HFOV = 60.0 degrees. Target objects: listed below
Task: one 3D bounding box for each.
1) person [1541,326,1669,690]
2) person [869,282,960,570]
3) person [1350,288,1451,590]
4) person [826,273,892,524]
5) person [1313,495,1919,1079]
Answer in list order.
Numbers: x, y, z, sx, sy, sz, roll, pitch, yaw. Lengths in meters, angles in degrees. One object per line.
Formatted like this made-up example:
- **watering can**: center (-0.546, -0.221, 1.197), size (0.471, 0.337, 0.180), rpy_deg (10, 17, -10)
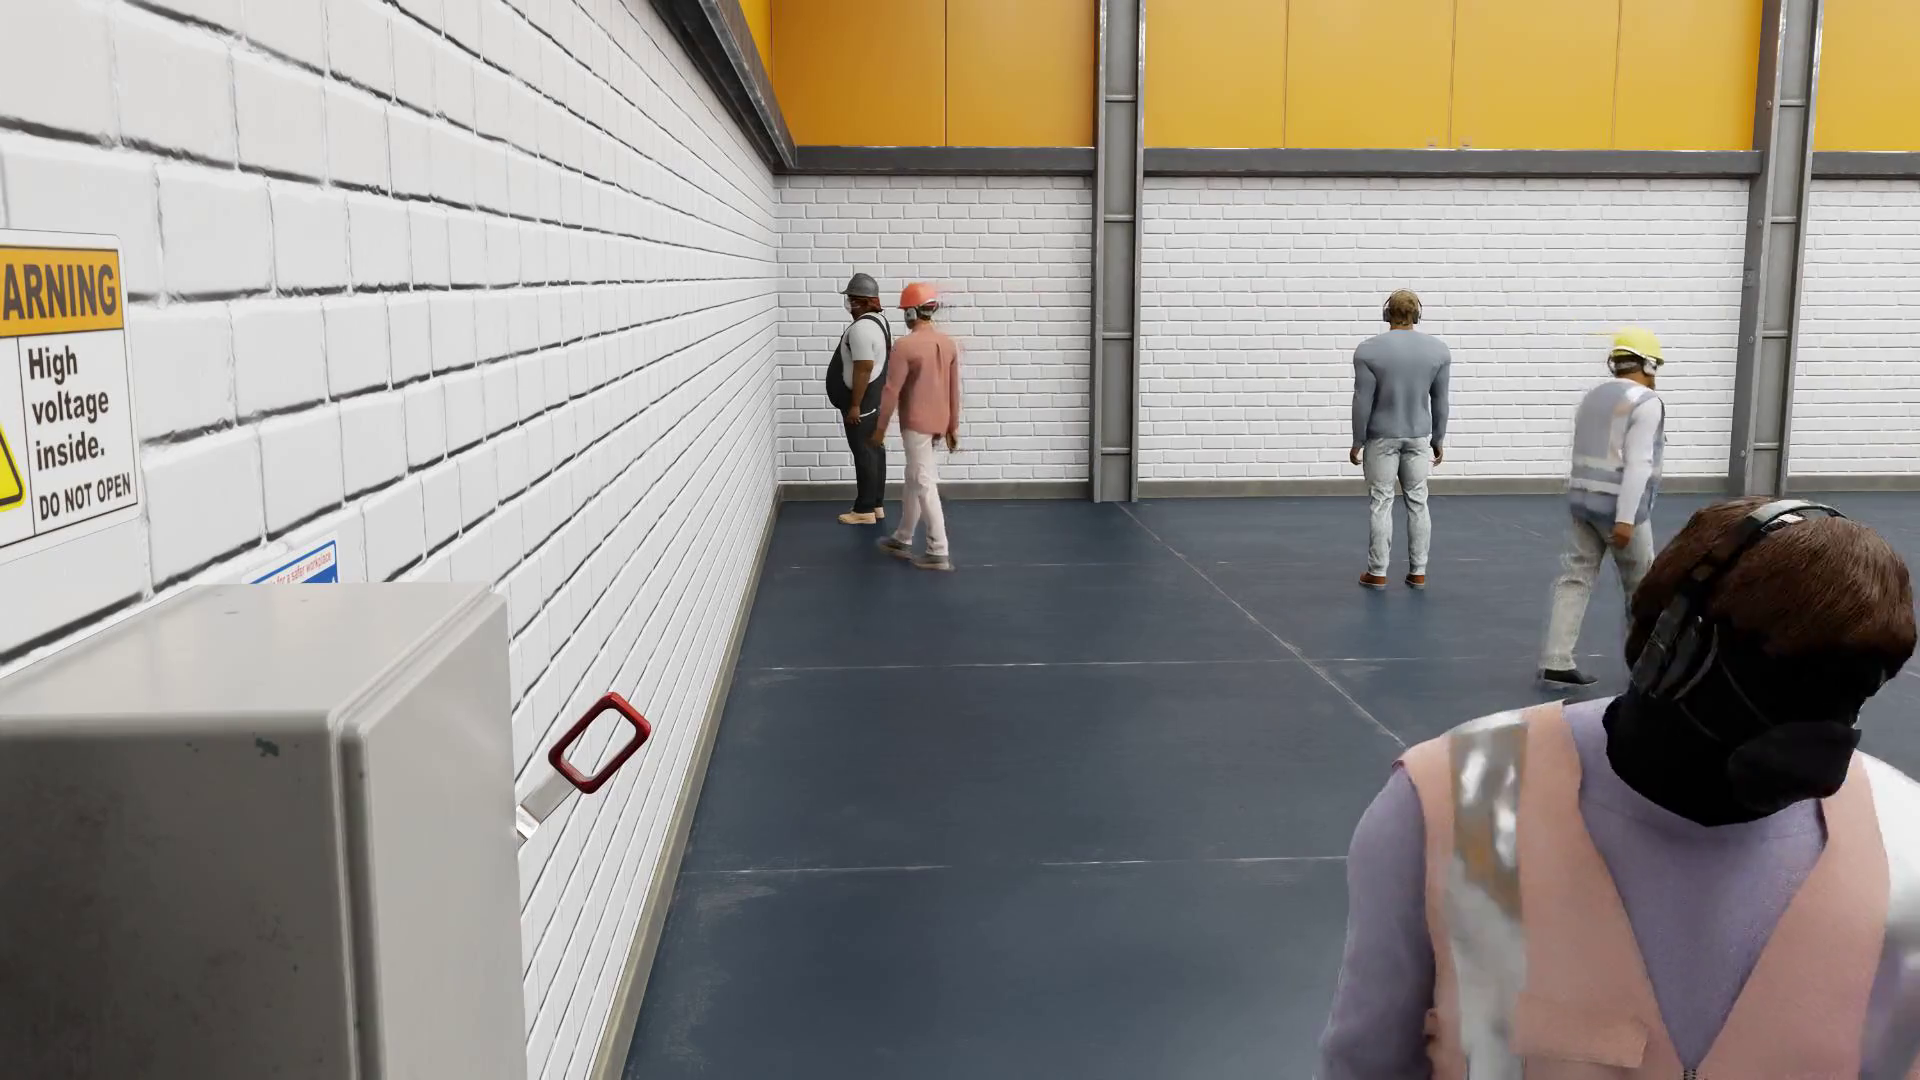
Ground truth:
- **person**: center (3.216, -0.147, 8.140), size (0.861, 1.765, 0.606), rpy_deg (-3, 10, -19)
- **person**: center (-0.385, -0.791, 11.568), size (0.877, 1.965, 0.621), rpy_deg (6, 11, 33)
- **person**: center (2.817, -0.640, 10.696), size (0.635, 1.937, 0.354), rpy_deg (-1, 9, -3)
- **person**: center (-0.830, -1.157, 13.625), size (0.538, 2.000, 0.687), rpy_deg (2, 9, 11)
- **person**: center (0.686, 0.859, 1.725), size (0.684, 1.821, 0.442), rpy_deg (2, 9, 14)
